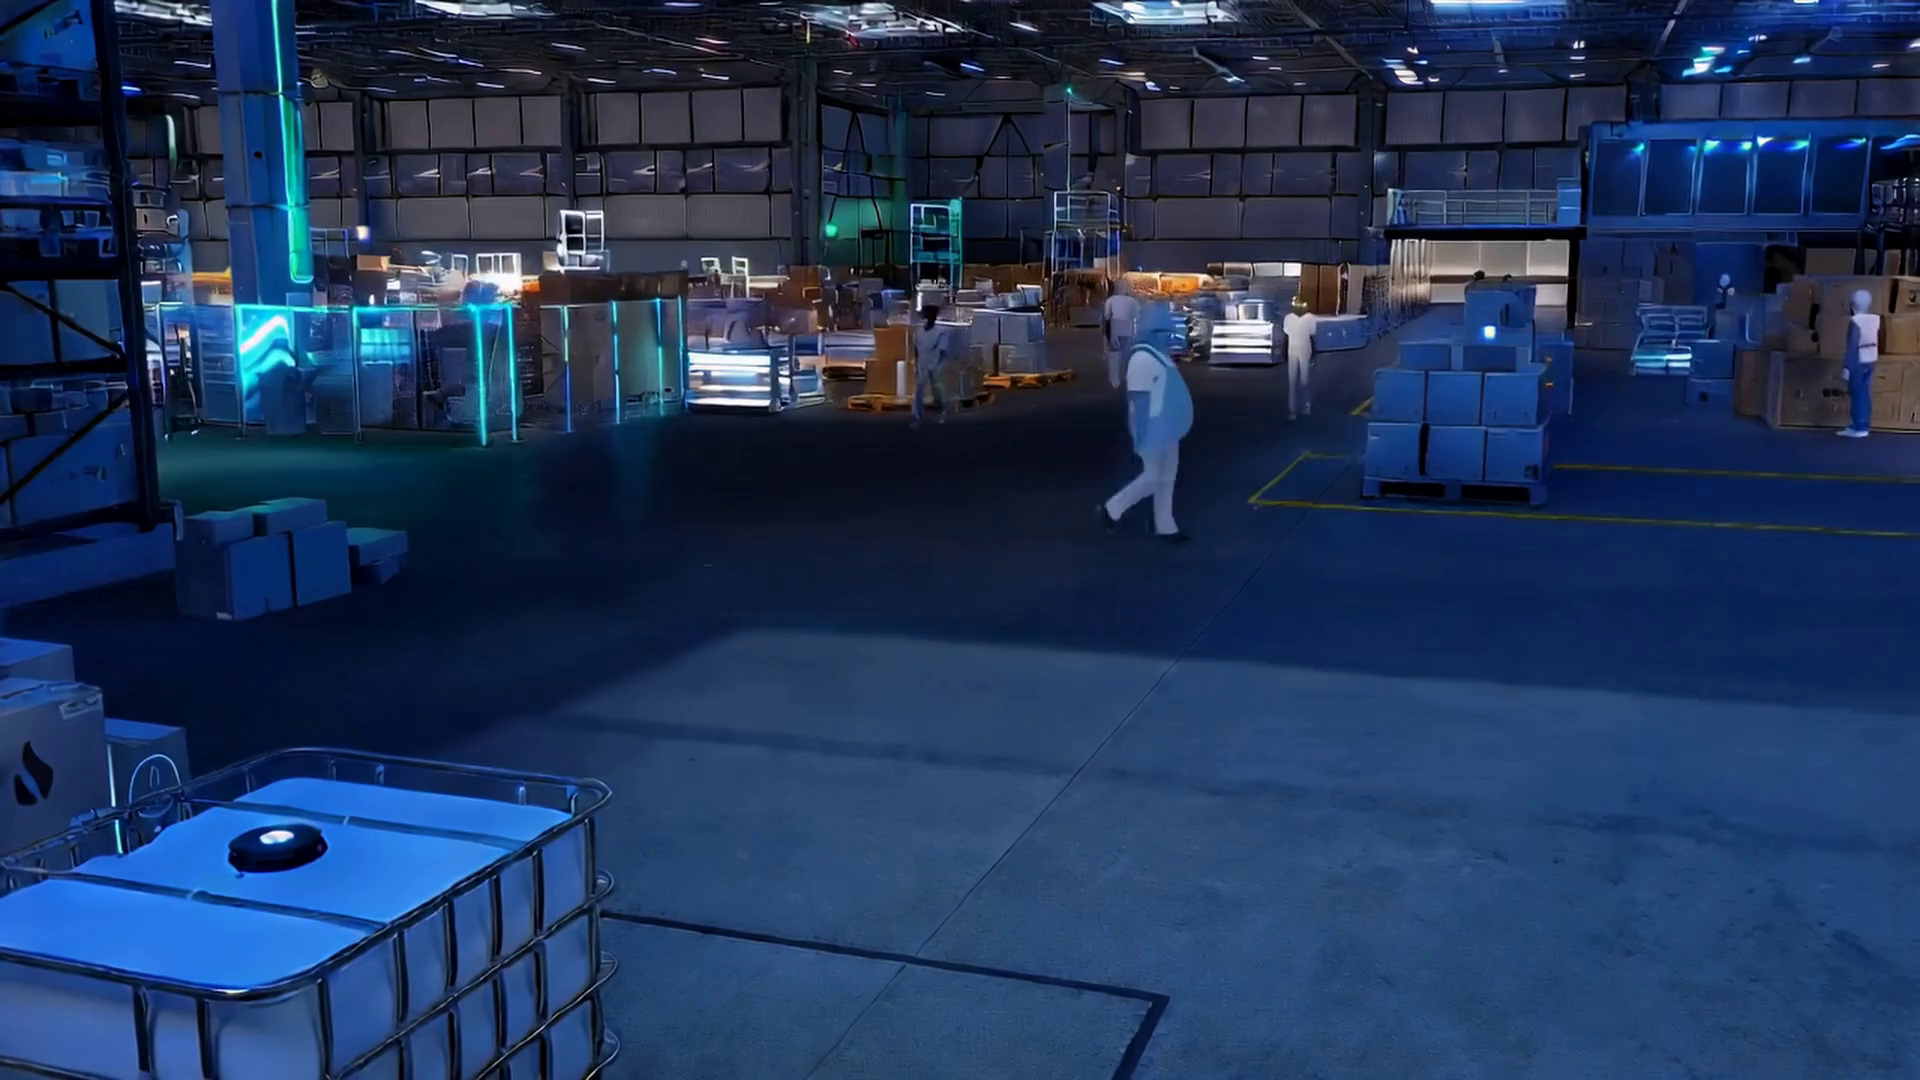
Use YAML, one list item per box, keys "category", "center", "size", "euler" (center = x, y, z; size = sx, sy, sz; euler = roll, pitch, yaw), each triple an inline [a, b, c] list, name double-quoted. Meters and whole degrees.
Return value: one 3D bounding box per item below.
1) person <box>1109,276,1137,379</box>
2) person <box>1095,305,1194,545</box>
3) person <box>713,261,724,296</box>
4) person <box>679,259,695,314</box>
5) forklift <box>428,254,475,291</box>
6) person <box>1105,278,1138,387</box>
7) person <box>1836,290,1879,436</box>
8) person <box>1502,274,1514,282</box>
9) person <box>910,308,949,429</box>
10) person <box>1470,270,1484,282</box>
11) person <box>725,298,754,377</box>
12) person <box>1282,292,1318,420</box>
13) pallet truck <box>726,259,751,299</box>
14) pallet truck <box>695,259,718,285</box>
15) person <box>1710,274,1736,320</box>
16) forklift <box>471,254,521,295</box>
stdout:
- category: "person"
  center: [3.080, -3.972, 31.168]
  size: [0.579, 1.910, 0.769]
  euler: [4, 11, 20]
- category: "person"
  center: [1.575, -0.958, 13.834]
  size: [0.729, 2.000, 0.692]
  euler: [4, 11, 19]
- category: "person"
  center: [-8.776, -9.154, 60.385]
  size: [0.399, 1.902, 0.642]
  euler: [1, 10, 7]
- category: "person"
  center: [-9.451, -8.695, 57.486]
  size: [0.678, 2.016, 0.520]
  euler: [2, 10, 11]
- category: "forklift"
  center: [-20.133, -10.254, 65.465]
  size: [1.157, 1.987, 2.680]
  euler: [3, 11, 19]
- category: "person"
  center: [2.852, -3.677, 29.487]
  size: [0.623, 1.923, 1.000]
  euler: [4, 11, 22]
- category: "person"
  center: [11.833, -2.315, 21.843]
  size: [0.591, 1.913, 0.384]
  euler: [-8, 13, -37]
- category: "person"
  center: [11.992, -4.901, 36.522]
  size: [0.531, 1.871, 0.322]
  euler: [-1, 10, -4]
- category: "person"
  center: [-0.403, -2.352, 22.804]
  size: [0.534, 1.641, 0.959]
  euler: [3, 10, 16]
- category: "person"
  center: [11.522, -5.042, 37.118]
  size: [0.368, 1.939, 0.542]
  euler: [4, 11, 22]
- category: "person"
  center: [-3.843, -3.375, 28.696]
  size: [0.832, 1.597, 0.510]
  euler: [3, 10, 15]
- category: "person"
  center: [4.945, -2.678, 24.117]
  size: [0.539, 1.842, 0.825]
  euler: [5, 11, 25]
- category: "pallet truck"
  center: [-7.986, -9.493, 62.019]
  size: [0.823, 1.965, 1.885]
  euler: [3, 11, 17]
- category: "pallet truck"
  center: [-9.165, -9.627, 62.776]
  size: [0.823, 1.965, 1.885]
  euler: [4, 11, 23]
- category: "person"
  center: [17.918, -5.332, 39.076]
  size: [0.521, 1.833, 0.430]
  euler: [-2, 10, -9]
- category: "forklift"
  center: [-17.990, -10.121, 64.684]
  size: [1.157, 1.987, 2.680]
  euler: [3, 11, 17]
